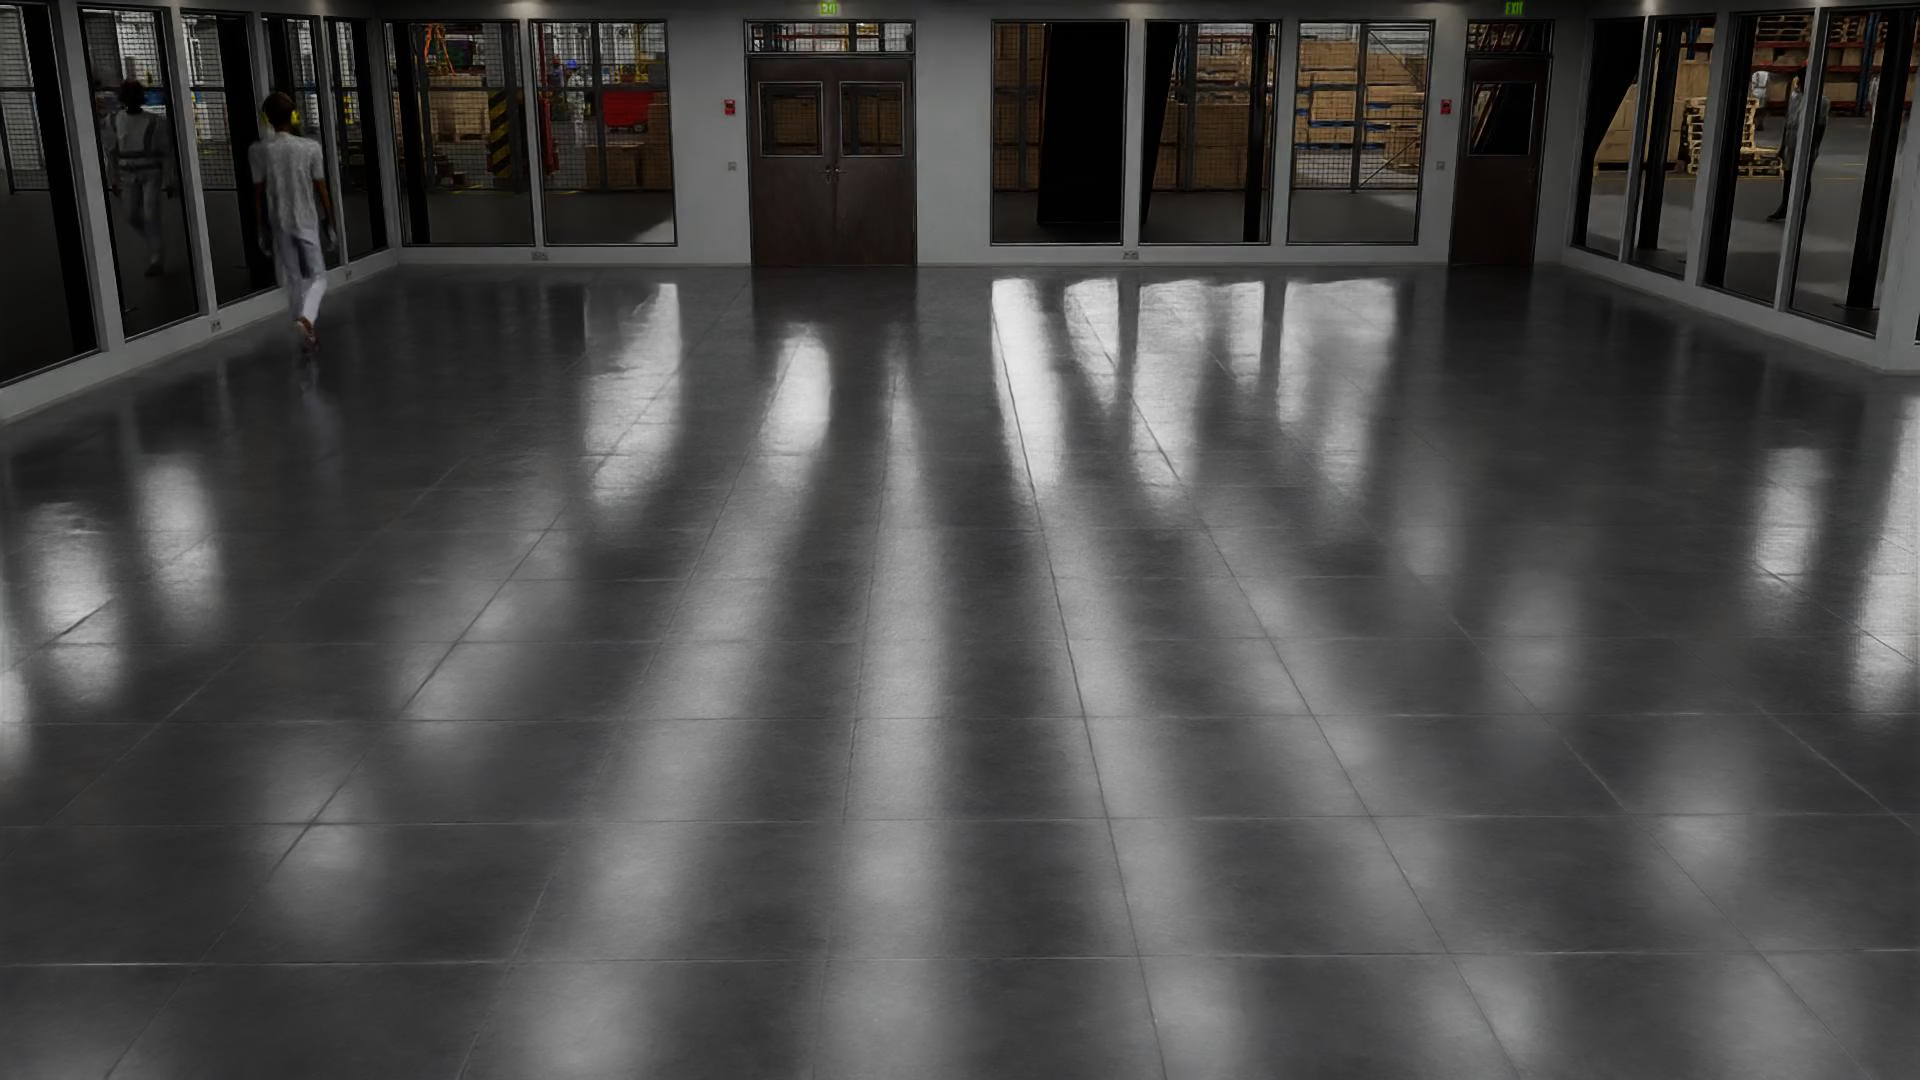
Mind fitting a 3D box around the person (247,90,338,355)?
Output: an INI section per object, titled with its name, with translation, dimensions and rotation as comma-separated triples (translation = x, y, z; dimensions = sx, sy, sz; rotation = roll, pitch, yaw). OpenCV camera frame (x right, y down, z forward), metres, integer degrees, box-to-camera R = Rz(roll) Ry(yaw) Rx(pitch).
[person]
translation = -4.661, -2.191, 11.648
dimensions = 0.531, 1.858, 0.609
rotation = -2, 16, -7
